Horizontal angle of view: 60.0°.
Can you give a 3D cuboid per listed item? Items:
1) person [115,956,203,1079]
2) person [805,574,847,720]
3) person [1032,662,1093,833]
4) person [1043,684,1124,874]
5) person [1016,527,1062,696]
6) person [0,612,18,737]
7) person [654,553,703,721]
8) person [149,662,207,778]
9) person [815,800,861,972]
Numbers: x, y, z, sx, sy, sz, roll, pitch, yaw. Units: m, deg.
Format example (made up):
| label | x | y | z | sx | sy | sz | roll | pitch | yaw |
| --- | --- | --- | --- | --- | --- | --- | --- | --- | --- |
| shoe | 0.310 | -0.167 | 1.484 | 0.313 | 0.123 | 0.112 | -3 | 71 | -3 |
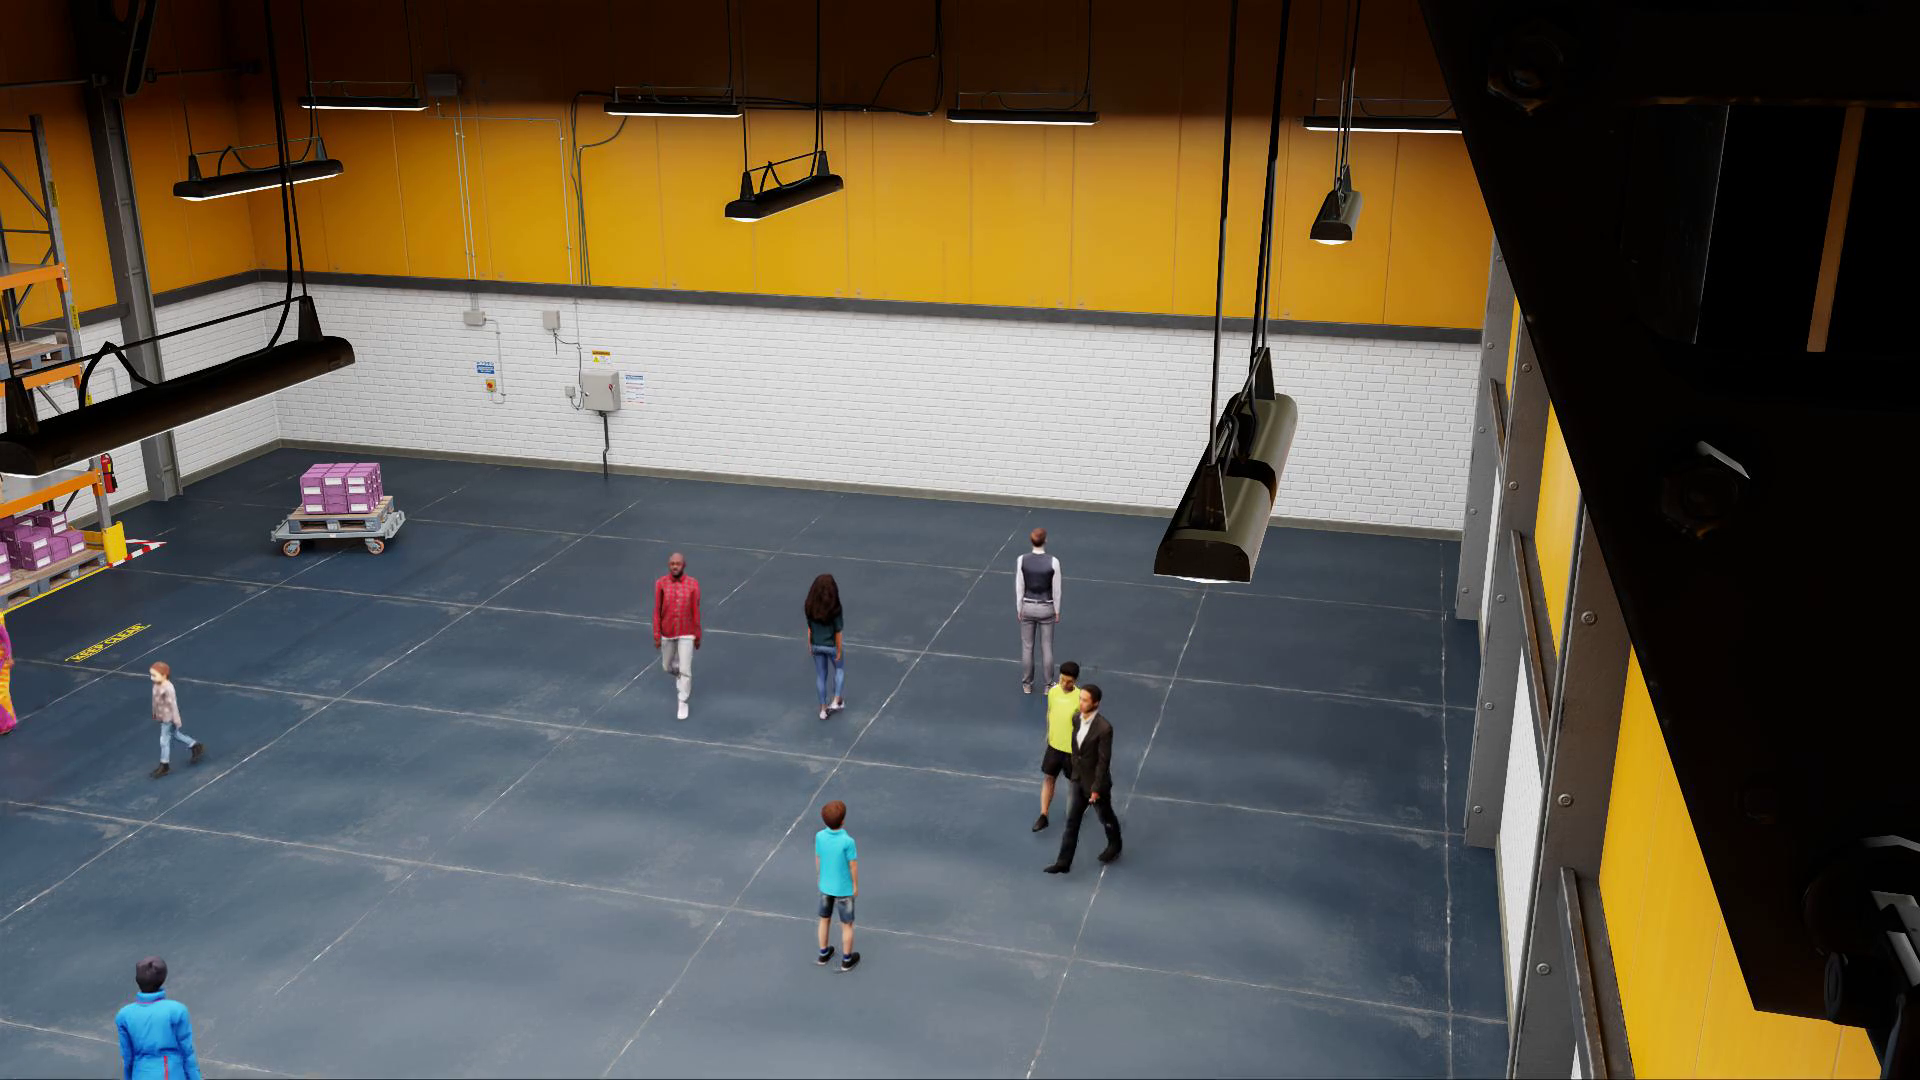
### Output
| label | x | y | z | sx | sy | sz | roll | pitch | yaw |
| --- | --- | --- | --- | --- | --- | --- | --- | --- | --- |
| person | -5.104 | 3.530 | 10.608 | 0.844 | 1.769 | 0.961 | -3 | 19 | -9 |
| person | -1.469 | 1.165 | 17.889 | 0.604 | 1.604 | 0.650 | 3 | 19 | 9 |
| person | 1.057 | 1.895 | 15.640 | 0.908 | 1.657 | 1.142 | 14 | 23 | 35 |
| person | 1.240 | 2.117 | 14.810 | 1.245 | 1.764 | 1.093 | -15 | 24 | -37 |
| person | 0.868 | 0.778 | 18.518 | 0.649 | 1.937 | 0.559 | 4 | 19 | 13 |
| person | -10.258 | 1.242 | 17.580 | 0.759 | 1.656 | 0.837 | -1 | 19 | -2 |
| person | -3.068 | 0.983 | 18.116 | 0.818 | 1.804 | 1.079 | 0 | 19 | 0 |
| person | -7.941 | 1.770 | 16.765 | 0.716 | 1.175 | 0.896 | 16 | 25 | 40 |
| person | -1.007 | 2.764 | 13.390 | 0.541 | 1.446 | 0.513 | 8 | 20 | 22 |
